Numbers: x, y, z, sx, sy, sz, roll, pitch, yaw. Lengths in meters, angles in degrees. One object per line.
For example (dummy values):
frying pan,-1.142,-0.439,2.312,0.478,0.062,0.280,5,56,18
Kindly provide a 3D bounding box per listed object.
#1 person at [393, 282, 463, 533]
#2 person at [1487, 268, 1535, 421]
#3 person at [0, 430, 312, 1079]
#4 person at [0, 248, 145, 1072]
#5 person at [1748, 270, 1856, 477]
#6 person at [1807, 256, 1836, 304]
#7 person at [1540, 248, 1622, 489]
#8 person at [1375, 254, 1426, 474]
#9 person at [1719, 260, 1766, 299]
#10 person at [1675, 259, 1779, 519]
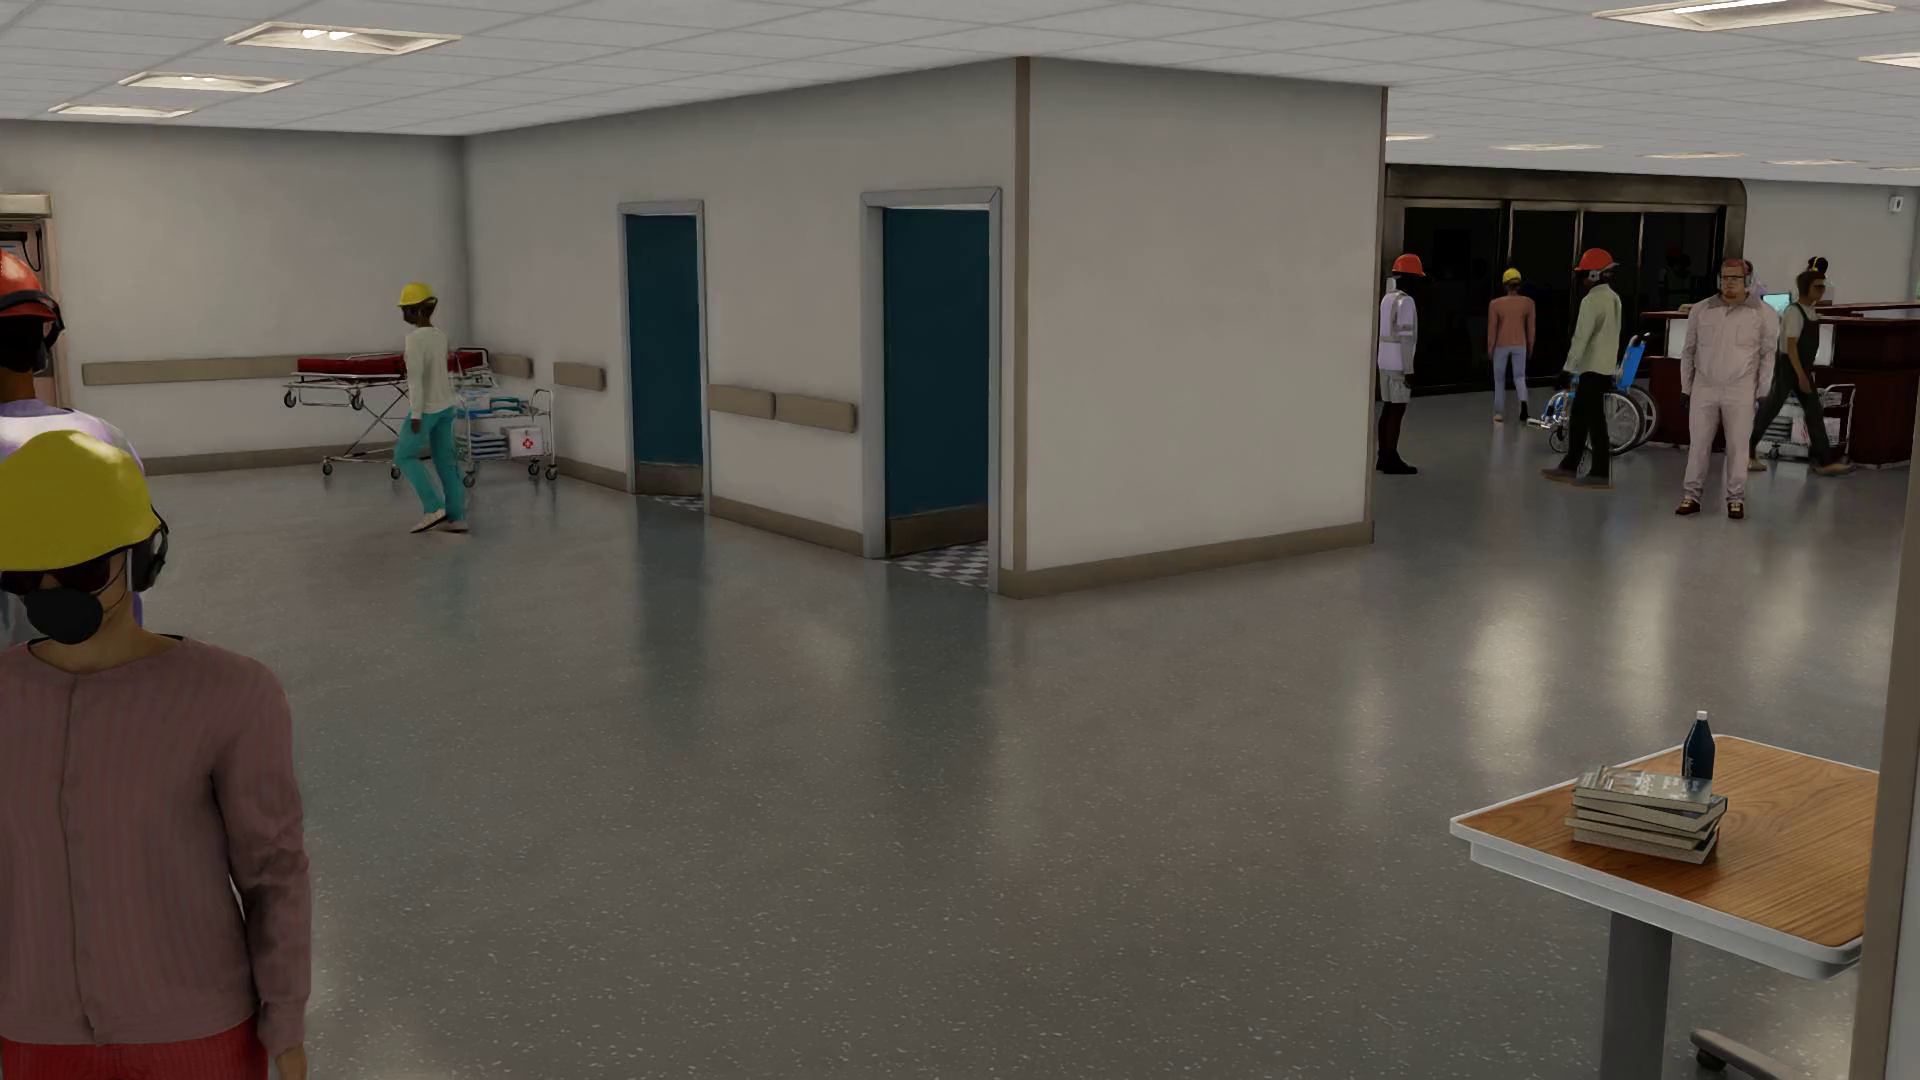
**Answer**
person,-3.688,-0.900,11.538,0.438,1.749,0.551,2,10,9
person,6.209,-2.180,18.717,0.531,1.753,0.648,1,10,6
person,-1.227,0.717,2.441,0.535,1.766,0.320,-1,10,-4
person,-1.950,0.403,3.463,0.410,2.029,0.619,2,10,9
person,7.315,-1.451,14.531,0.513,1.796,1.014,-8,13,-37
person,10.410,-2.505,20.230,0.506,1.862,0.331,-5,11,-27
person,5.147,-1.415,13.795,0.638,1.983,0.639,8,13,36
person,3.879,-1.541,14.639,0.390,1.929,0.545,-1,10,-6
person,10.614,-2.894,22.617,0.871,1.819,0.652,-9,14,-41
person,5.651,-1.114,12.298,0.639,1.909,0.409,6,12,32
